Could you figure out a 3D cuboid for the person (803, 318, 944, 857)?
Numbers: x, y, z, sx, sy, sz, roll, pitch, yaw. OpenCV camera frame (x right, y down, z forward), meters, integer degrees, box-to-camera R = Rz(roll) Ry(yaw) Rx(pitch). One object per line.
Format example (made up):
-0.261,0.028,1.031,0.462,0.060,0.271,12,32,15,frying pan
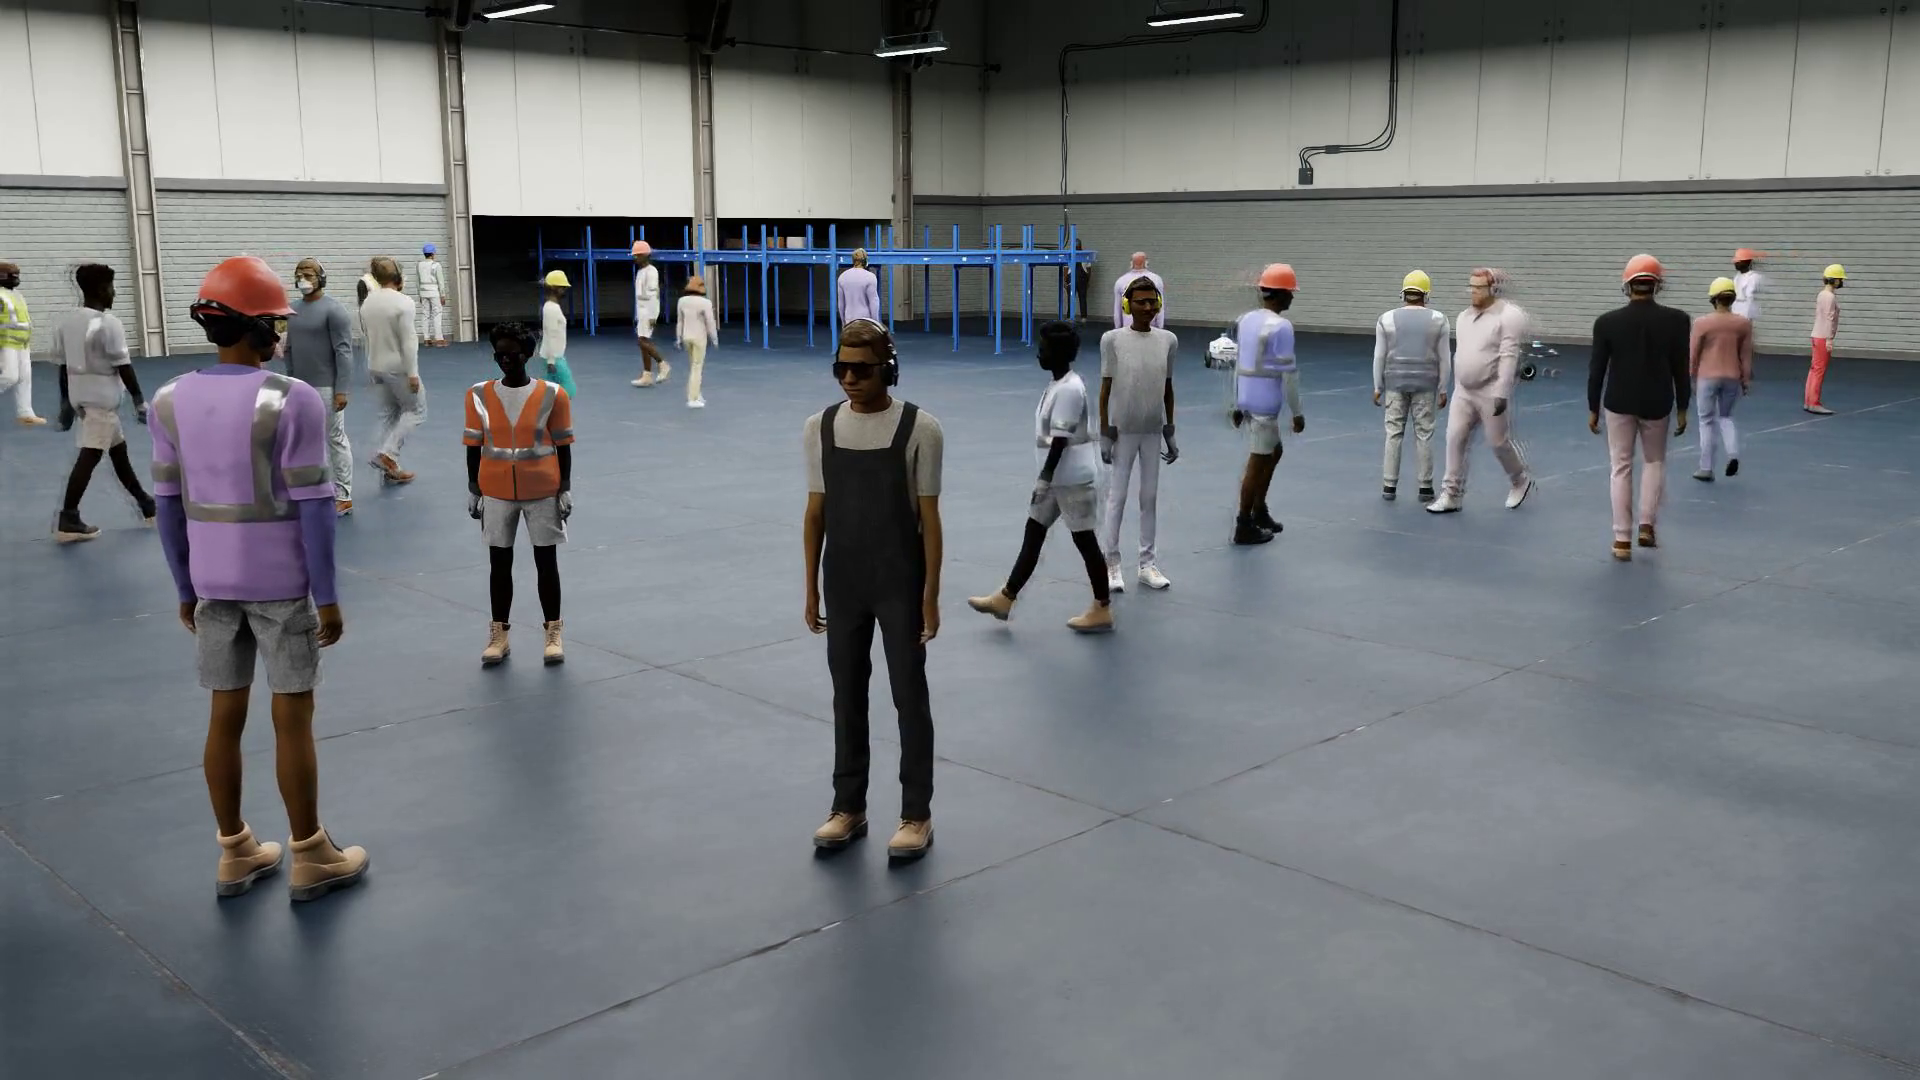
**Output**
-0.299,0.166,5.683,0.505,1.840,0.329,3,11,16,person

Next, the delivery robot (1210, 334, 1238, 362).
4.222,-3.060,26.620,0.477,0.478,0.707,0,10,-2,delivery robot

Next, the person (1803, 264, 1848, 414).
10.330,-2.392,19.820,0.327,1.767,0.533,3,11,16,person

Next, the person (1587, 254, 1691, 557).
4.467,-0.883,10.982,0.629,1.979,0.496,3,11,17,person

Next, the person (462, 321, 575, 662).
-2.176,-0.232,8.229,0.540,1.695,0.317,-1,10,-5,person

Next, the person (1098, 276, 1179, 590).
1.072,-0.639,9.979,0.509,1.872,0.328,-3,11,-17,person

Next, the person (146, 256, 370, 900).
-2.246,0.126,5.329,0.609,2.044,0.395,3,11,14,person

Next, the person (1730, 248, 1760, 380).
11.407,-3.313,24.457,0.721,1.914,0.546,-2,11,-10,person

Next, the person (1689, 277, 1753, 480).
6.550,-1.391,14.405,0.538,1.754,0.383,-1,10,-4,person

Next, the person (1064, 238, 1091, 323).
2.835,-6.314,40.575,0.682,2.000,0.537,-1,10,-7,person

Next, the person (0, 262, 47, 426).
-10.641,-2.178,18.508,0.659,1.822,0.622,-1,10,-5,person

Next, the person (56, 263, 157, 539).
-6.038,-0.993,11.785,0.608,1.911,1.017,7,13,34,person

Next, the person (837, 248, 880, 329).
-1.336,-2.919,22.224,0.636,1.939,0.363,7,12,32,person

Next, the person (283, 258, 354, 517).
-4.861,-1.151,12.583,0.633,1.940,0.368,5,12,26,person

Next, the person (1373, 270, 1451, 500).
3.629,-1.244,13.380,0.601,1.830,0.403,3,11,17,person

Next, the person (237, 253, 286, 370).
-9.893,-3.154,23.694,0.764,1.870,0.707,-8,13,-38,person

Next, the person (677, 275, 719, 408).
-3.208,-2.457,20.569,0.535,1.611,0.604,6,12,30,person

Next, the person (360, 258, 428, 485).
-4.806,-1.422,14.104,0.644,1.919,0.454,7,13,34,person

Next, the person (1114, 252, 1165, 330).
2.360,-2.842,21.923,0.685,1.888,0.439,3,11,14,person

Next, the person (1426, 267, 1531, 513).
4.052,-1.151,12.777,0.886,1.876,0.648,-7,12,-34,person

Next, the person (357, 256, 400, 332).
-8.369,-3.176,23.965,0.582,1.814,0.652,10,14,43,person

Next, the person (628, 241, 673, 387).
-4.379,-3.154,23.251,0.456,2.030,0.646,-5,12,-27,person

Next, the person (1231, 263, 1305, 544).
2.154,-0.934,11.460,0.619,1.912,0.561,-3,11,-17,person

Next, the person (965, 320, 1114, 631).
0.444,-0.329,8.865,0.836,1.659,0.539,-2,11,-8,person

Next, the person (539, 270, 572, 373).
-4.109,-1.859,16.949,0.371,1.756,0.524,-3,11,-16,person

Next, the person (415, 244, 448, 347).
-10.089,-4.669,31.750,0.627,1.947,0.412,4,11,20,person

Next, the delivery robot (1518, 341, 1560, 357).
8.562,-2.840,24.718,0.698,0.223,0.335,-2,11,-10,delivery robot
